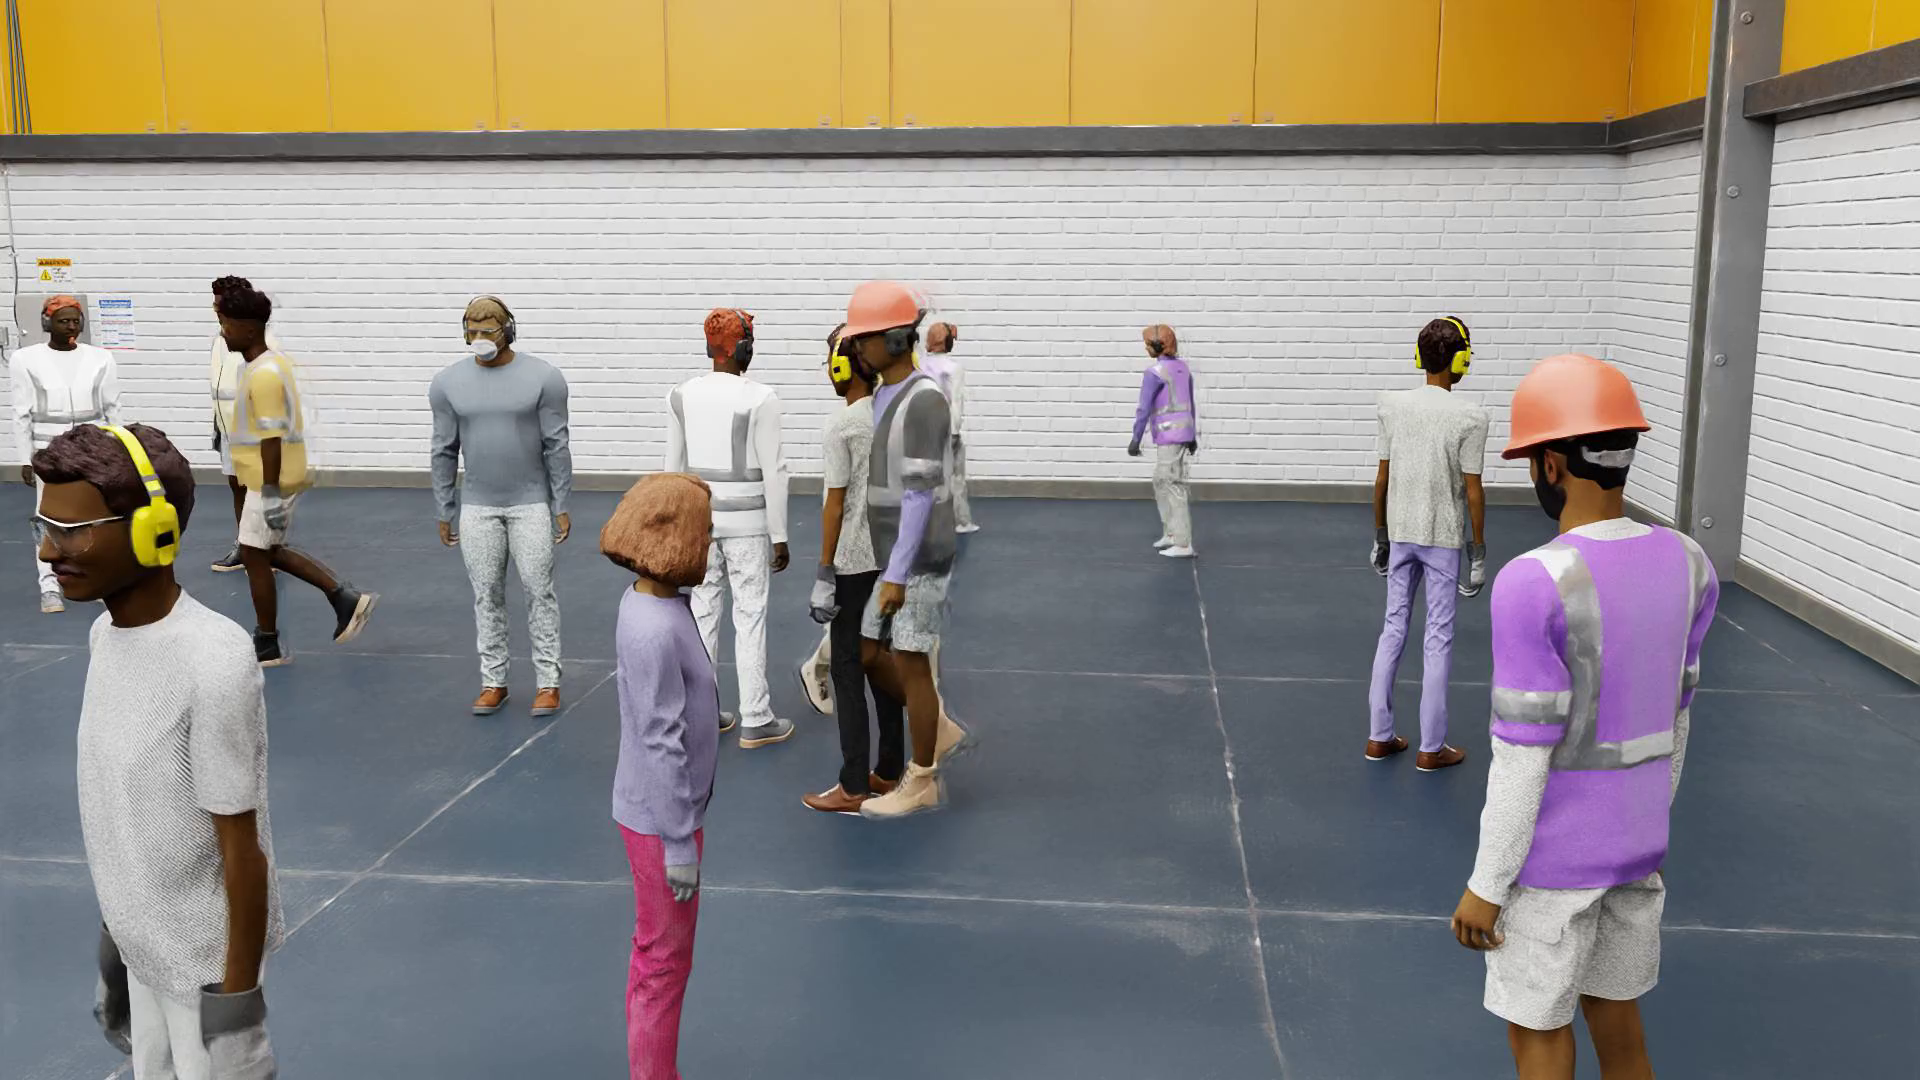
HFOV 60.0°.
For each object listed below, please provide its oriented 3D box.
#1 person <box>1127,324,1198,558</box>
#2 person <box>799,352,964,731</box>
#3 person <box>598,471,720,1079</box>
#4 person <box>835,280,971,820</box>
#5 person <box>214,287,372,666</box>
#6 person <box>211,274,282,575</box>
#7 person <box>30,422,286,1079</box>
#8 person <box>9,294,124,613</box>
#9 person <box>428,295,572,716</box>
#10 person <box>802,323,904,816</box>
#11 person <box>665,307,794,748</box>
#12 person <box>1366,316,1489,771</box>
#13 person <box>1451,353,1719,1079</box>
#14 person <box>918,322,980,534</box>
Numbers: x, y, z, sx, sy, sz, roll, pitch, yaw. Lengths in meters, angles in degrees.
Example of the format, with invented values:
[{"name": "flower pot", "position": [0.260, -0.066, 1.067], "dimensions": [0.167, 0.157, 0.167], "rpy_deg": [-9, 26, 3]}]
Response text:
[{"name": "person", "position": [1.417, -0.679, 11.504], "dimensions": [0.533, 1.615, 0.519], "rpy_deg": [6, 12, 32]}, {"name": "person", "position": [-0.364, -0.009, 7.374], "dimensions": [0.837, 1.736, 0.524], "rpy_deg": [9, 13, 42]}, {"name": "person", "position": [-0.666, 0.652, 3.849], "dimensions": [0.289, 1.632, 0.498], "rpy_deg": [-2, 10, -11]}, {"name": "person", "position": [-0.214, 0.053, 6.182], "dimensions": [0.480, 2.021, 0.602], "rpy_deg": [-4, 11, -23]}, {"name": "person", "position": [-3.460, -0.318, 8.489], "dimensions": [0.654, 1.944, 0.611], "rpy_deg": [-3, 10, -17]}, {"name": "person", "position": [-4.696, -0.749, 10.912], "dimensions": [0.602, 1.967, 0.367], "rpy_deg": [6, 11, 29]}, {"name": "person", "position": [-1.300, 0.728, 2.772], "dimensions": [0.512, 1.862, 0.322], "rpy_deg": [9, 14, 43]}, {"name": "person", "position": [-5.243, -0.506, 9.819], "dimensions": [0.592, 1.872, 0.368], "rpy_deg": [-9, 13, -41]}, {"name": "person", "position": [-2.091, -0.150, 7.608], "dimensions": [0.641, 1.927, 0.386], "rpy_deg": [0, 10, -2]}, {"name": "person", "position": [-0.386, 0.113, 6.306], "dimensions": [0.343, 1.856, 0.526], "rpy_deg": [6, 12, 31]}, {"name": "person", "position": [-0.988, -0.049, 7.140], "dimensions": [0.579, 1.882, 0.342], "rpy_deg": [5, 11, 26]}, {"name": "person", "position": [1.916, 0.021, 6.824], "dimensions": [0.516, 1.865, 0.325], "rpy_deg": [10, 14, 44]}, {"name": "person", "position": [1.197, 0.600, 3.304], "dimensions": [0.542, 1.927, 0.374], "rpy_deg": [-6, 12, -30]}, {"name": "person", "position": [-0.204, -0.801, 12.250], "dimensions": [0.538, 1.608, 0.824], "rpy_deg": [9, 13, 41]}]
